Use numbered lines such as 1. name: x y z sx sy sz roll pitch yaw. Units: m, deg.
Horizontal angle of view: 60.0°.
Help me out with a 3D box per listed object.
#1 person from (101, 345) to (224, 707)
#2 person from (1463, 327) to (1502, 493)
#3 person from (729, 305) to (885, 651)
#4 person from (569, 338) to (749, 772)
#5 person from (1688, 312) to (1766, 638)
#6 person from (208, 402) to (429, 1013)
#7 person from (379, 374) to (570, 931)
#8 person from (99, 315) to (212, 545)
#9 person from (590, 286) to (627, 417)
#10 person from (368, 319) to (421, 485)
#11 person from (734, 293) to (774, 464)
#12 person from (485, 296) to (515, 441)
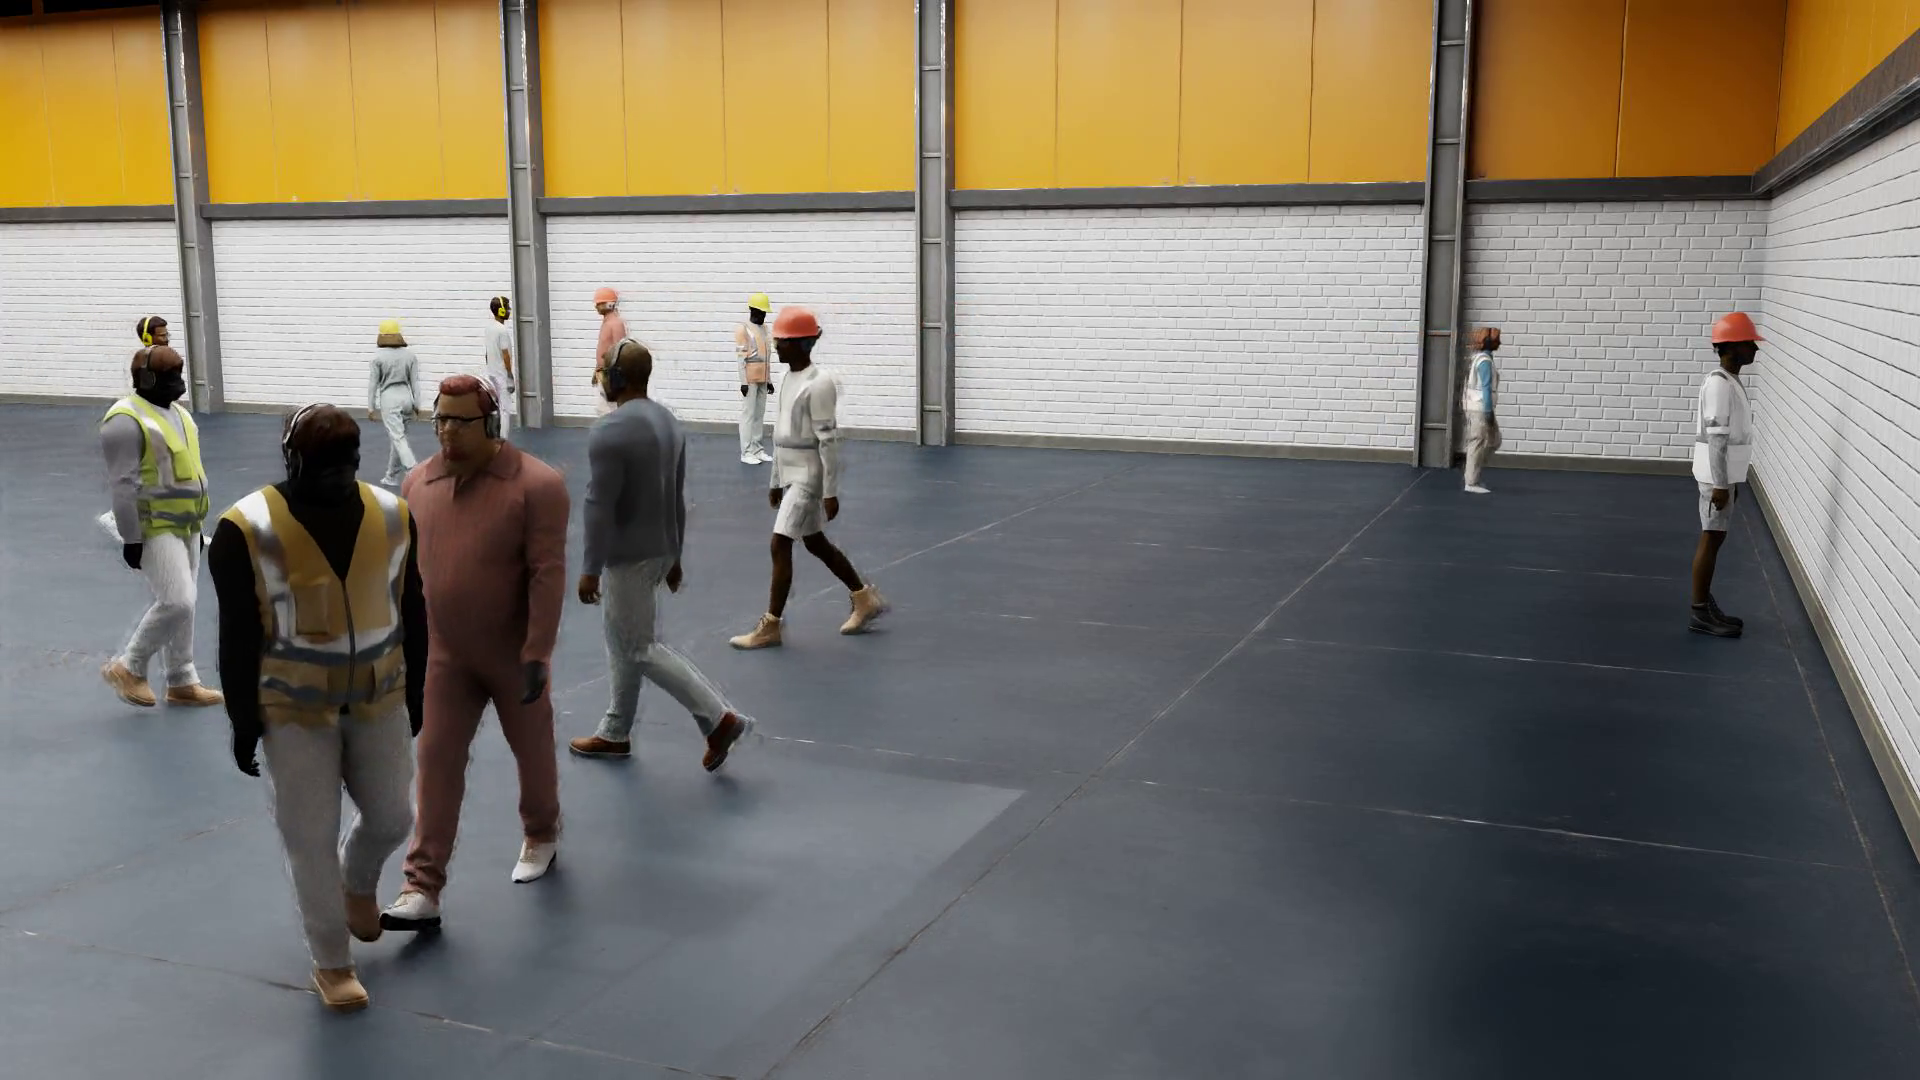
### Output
1. person: -3.957 -0.047 8.284 0.434 1.831 0.638 0 9 2
2. person: 5.112 -1.255 16.183 0.373 1.625 0.531 3 10 18
3. person: -0.867 -0.378 9.764 1.010 2.008 0.619 -5 11 -27
4. person: -1.341 0.078 7.266 0.875 1.917 0.631 3 10 16
5. person: 4.610 -0.394 10.031 0.347 1.943 0.544 5 11 28
6. person: -1.923 0.488 5.054 0.634 1.827 0.516 -8 12 -39
7. person: -1.652 0.366 5.690 0.641 1.849 1.007 1 9 9
8. person: -6.417 -0.859 13.182 0.893 1.843 0.519 -1 9 -7
9. person: -4.052 -1.918 19.139 0.465 1.976 0.626 -3 10 -20
10. person: -5.584 -1.340 16.505 0.922 1.697 0.497 9 13 44
11. person: -2.285 -1.816 18.712 0.380 1.919 0.585 5 10 25
12. person: -5.327 -1.894 19.339 0.308 1.868 0.528 -8 12 -40
